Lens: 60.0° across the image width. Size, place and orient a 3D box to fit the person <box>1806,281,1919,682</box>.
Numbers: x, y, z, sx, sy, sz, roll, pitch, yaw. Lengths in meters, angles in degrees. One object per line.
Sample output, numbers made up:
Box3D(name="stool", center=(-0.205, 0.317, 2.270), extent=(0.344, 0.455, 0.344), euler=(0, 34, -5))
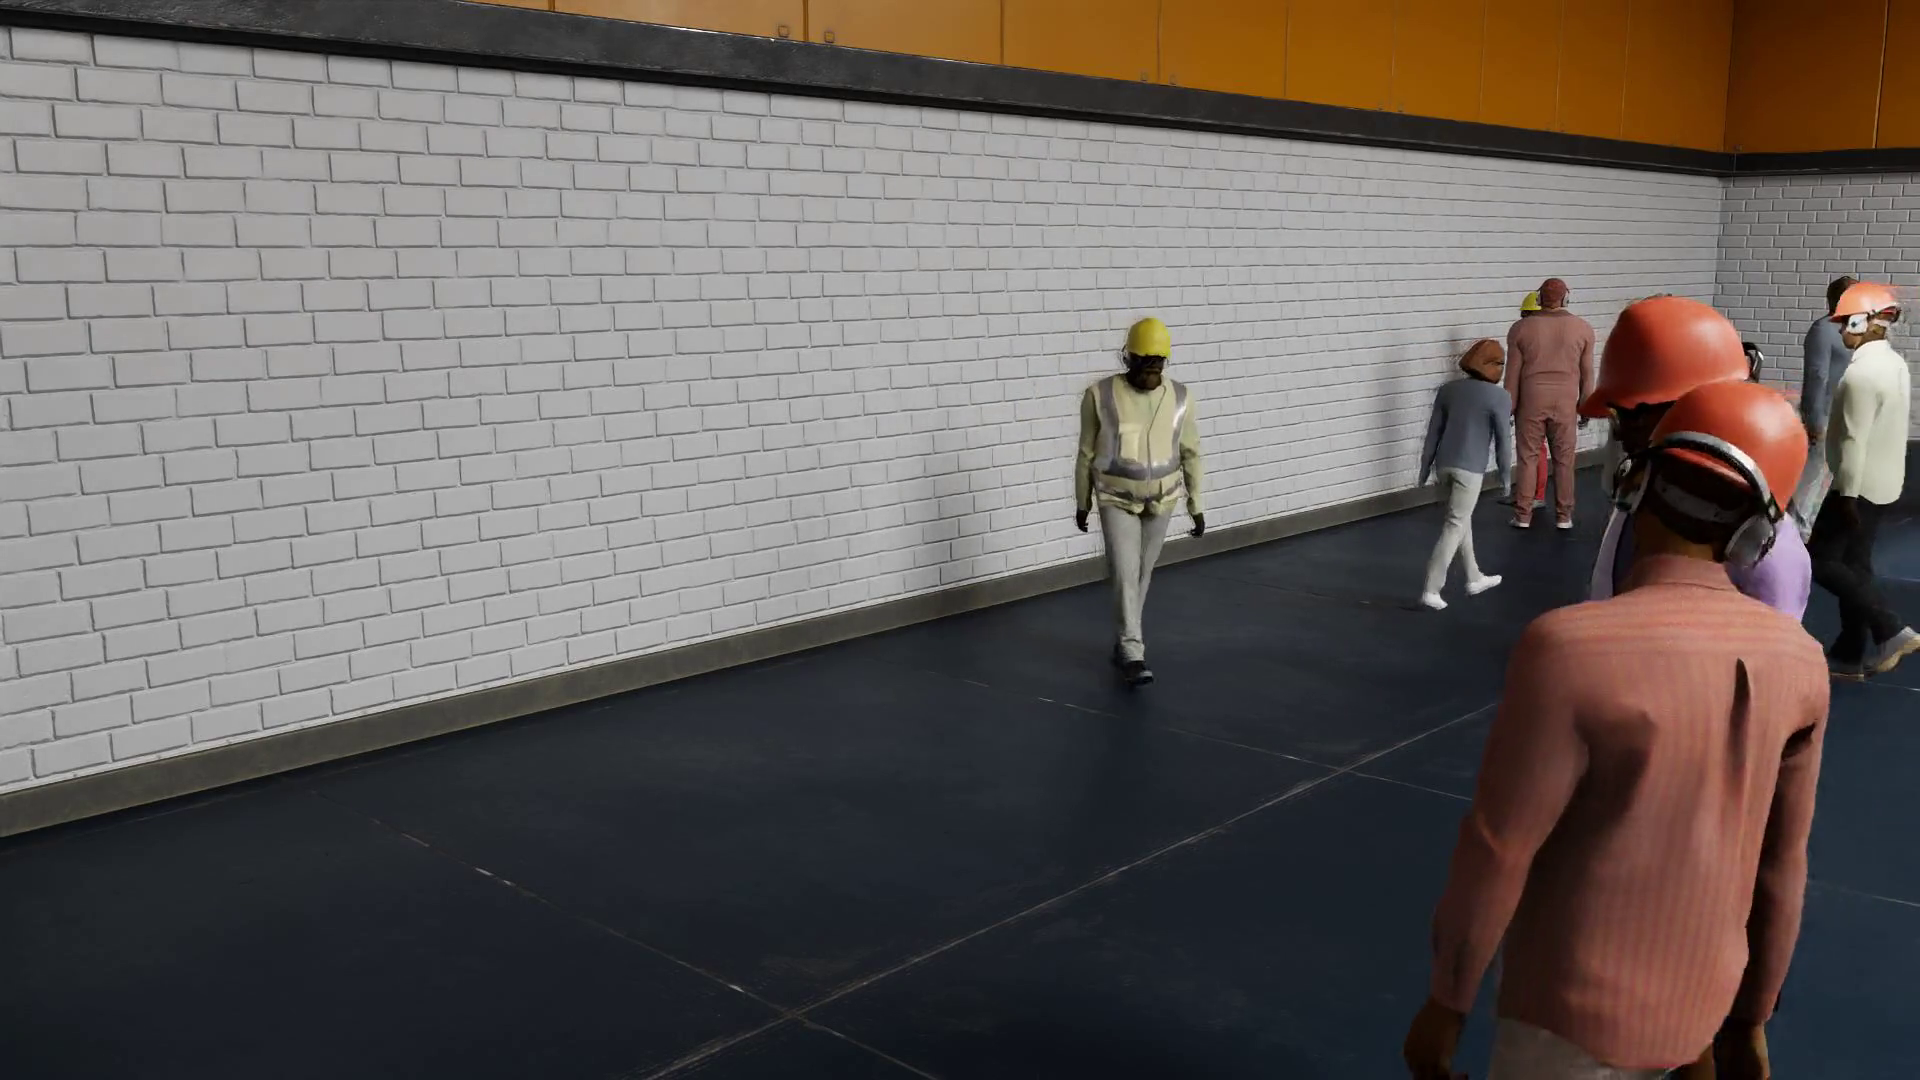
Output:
Box3D(name="person", center=(4.413, -0.265, 8.083), extent=(0.620, 1.966, 0.526), euler=(-9, 14, -42))

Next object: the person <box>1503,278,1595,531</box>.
Box3D(name="person", center=(4.433, -1.019, 12.567), extent=(0.651, 1.906, 0.403), euler=(2, 10, 12))

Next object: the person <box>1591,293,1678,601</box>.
Box3D(name="person", center=(3.368, -0.203, 7.915), extent=(0.742, 1.916, 0.633), euler=(4, 11, 20))

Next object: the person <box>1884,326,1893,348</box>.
Box3D(name="person", center=(7.231, -1.153, 13.474), extent=(0.532, 1.855, 0.455), euler=(8, 13, 38))

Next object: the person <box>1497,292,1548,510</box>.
Box3D(name="person", center=(4.654, -1.132, 13.597), extent=(0.296, 1.772, 0.533), euler=(-1, 10, -7))

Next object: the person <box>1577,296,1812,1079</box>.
Box3D(name="person", center=(1.385, 0.539, 3.336), extent=(0.387, 2.034, 0.605), euler=(-1, 10, -4))

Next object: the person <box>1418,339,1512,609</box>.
Box3D(name="person", center=(3.017, -0.394, 9.908), extent=(0.857, 1.585, 0.527), euler=(-7, 12, -34))

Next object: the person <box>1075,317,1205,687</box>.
Box3D(name="person", center=(0.910, -0.181, 8.127), extent=(0.607, 1.780, 0.920), euler=(-2, 10, -12))

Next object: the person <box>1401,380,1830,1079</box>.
Box3D(name="person", center=(1.043, 0.713, 2.630), extent=(0.633, 1.931, 0.785), euler=(-7, 12, -34))

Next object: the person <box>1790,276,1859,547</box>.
Box3D(name="person", center=(5.967, -0.836, 11.430), extent=(0.633, 1.938, 0.356), euler=(-10, 14, -43))
